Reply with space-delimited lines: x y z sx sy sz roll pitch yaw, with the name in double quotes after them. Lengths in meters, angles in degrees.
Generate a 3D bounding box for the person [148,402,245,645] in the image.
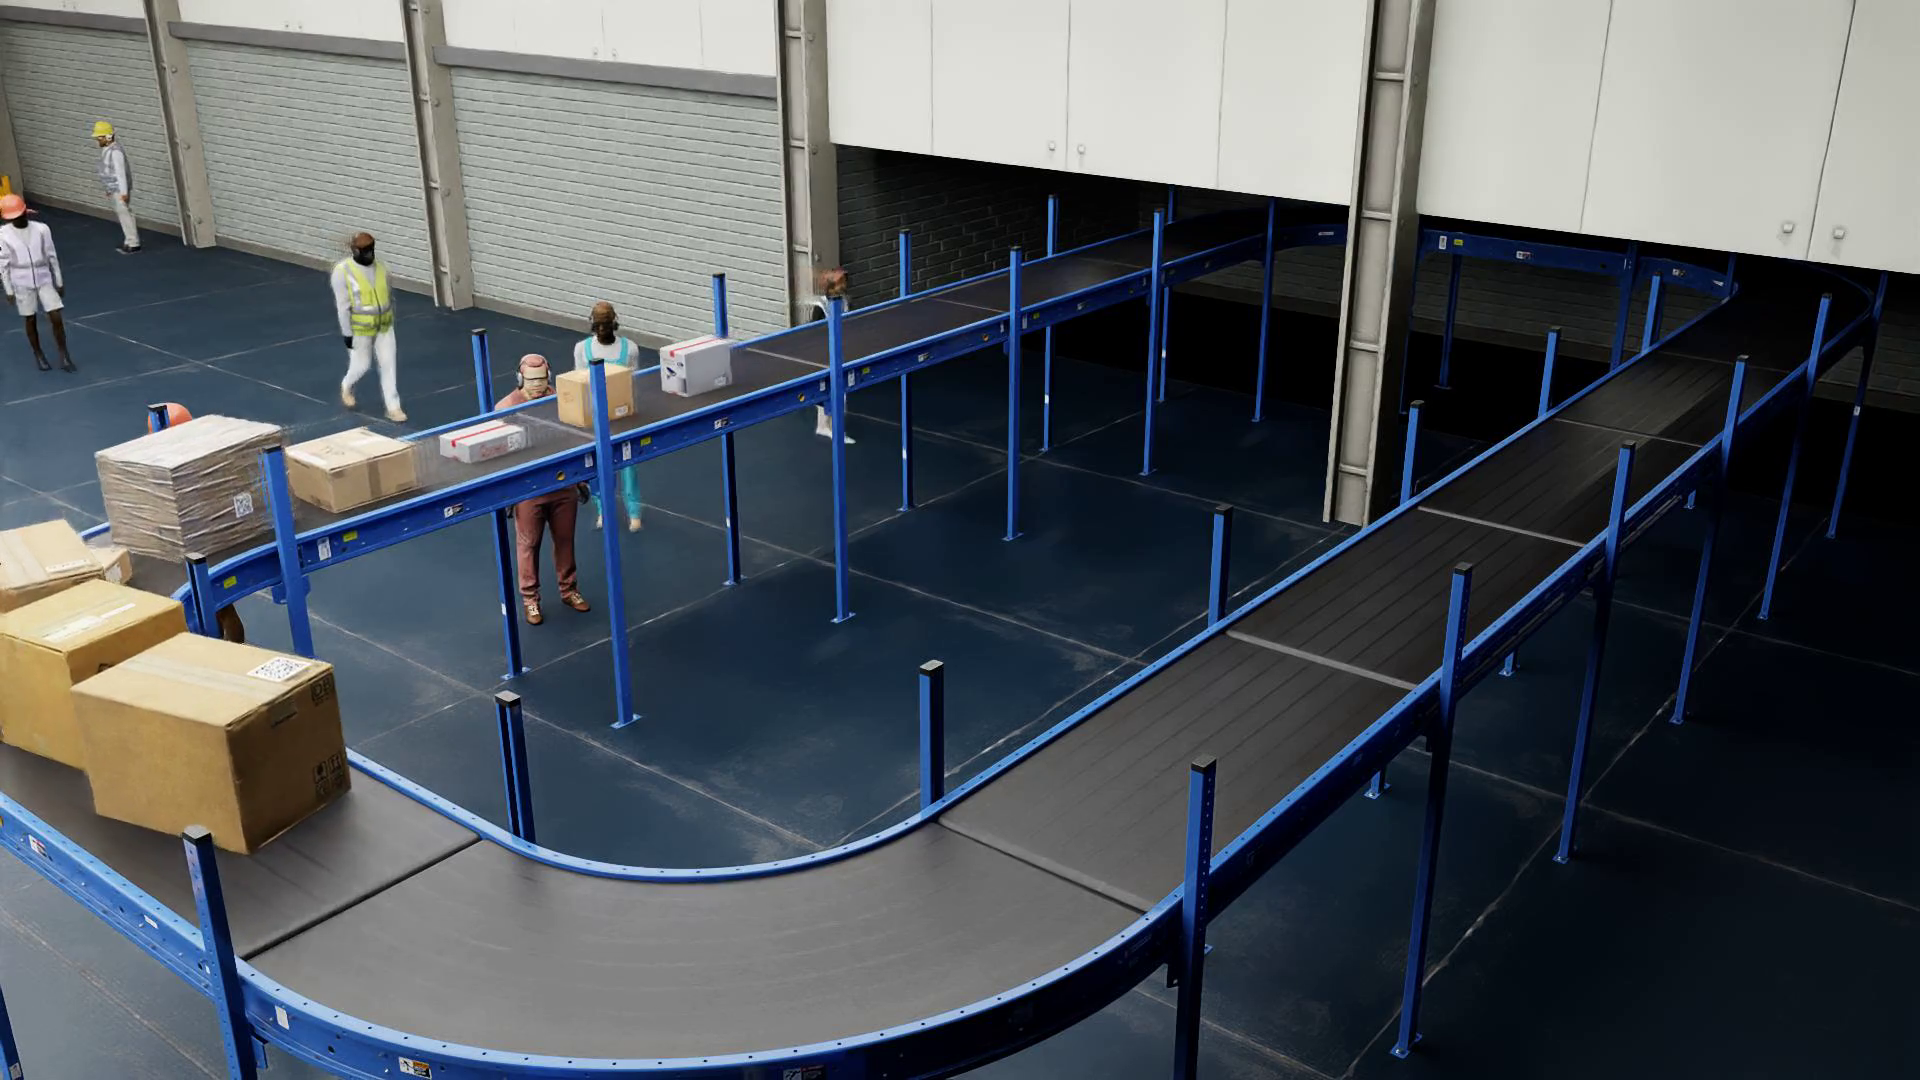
-4.773 0.061 10.404 0.543 1.930 0.372 17 27 37 "person"

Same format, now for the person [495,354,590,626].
-2.869 -0.362 11.508 0.653 1.906 0.405 -15 26 -34 "person"

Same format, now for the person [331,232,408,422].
-5.684 -2.054 15.923 0.738 1.823 0.631 18 28 38 "person"

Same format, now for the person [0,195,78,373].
-9.665 -2.659 17.365 0.567 1.888 0.763 -17 27 -36 "person"

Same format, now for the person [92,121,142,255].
-11.748 -4.908 23.174 0.403 1.824 0.613 -14 26 -32 "person"

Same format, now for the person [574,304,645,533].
-2.749 -0.939 13.093 0.525 1.833 0.517 -2 22 -6 "person"

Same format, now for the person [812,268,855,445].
-1.100 -1.687 15.255 0.608 1.614 0.511 9 23 22 "person"
